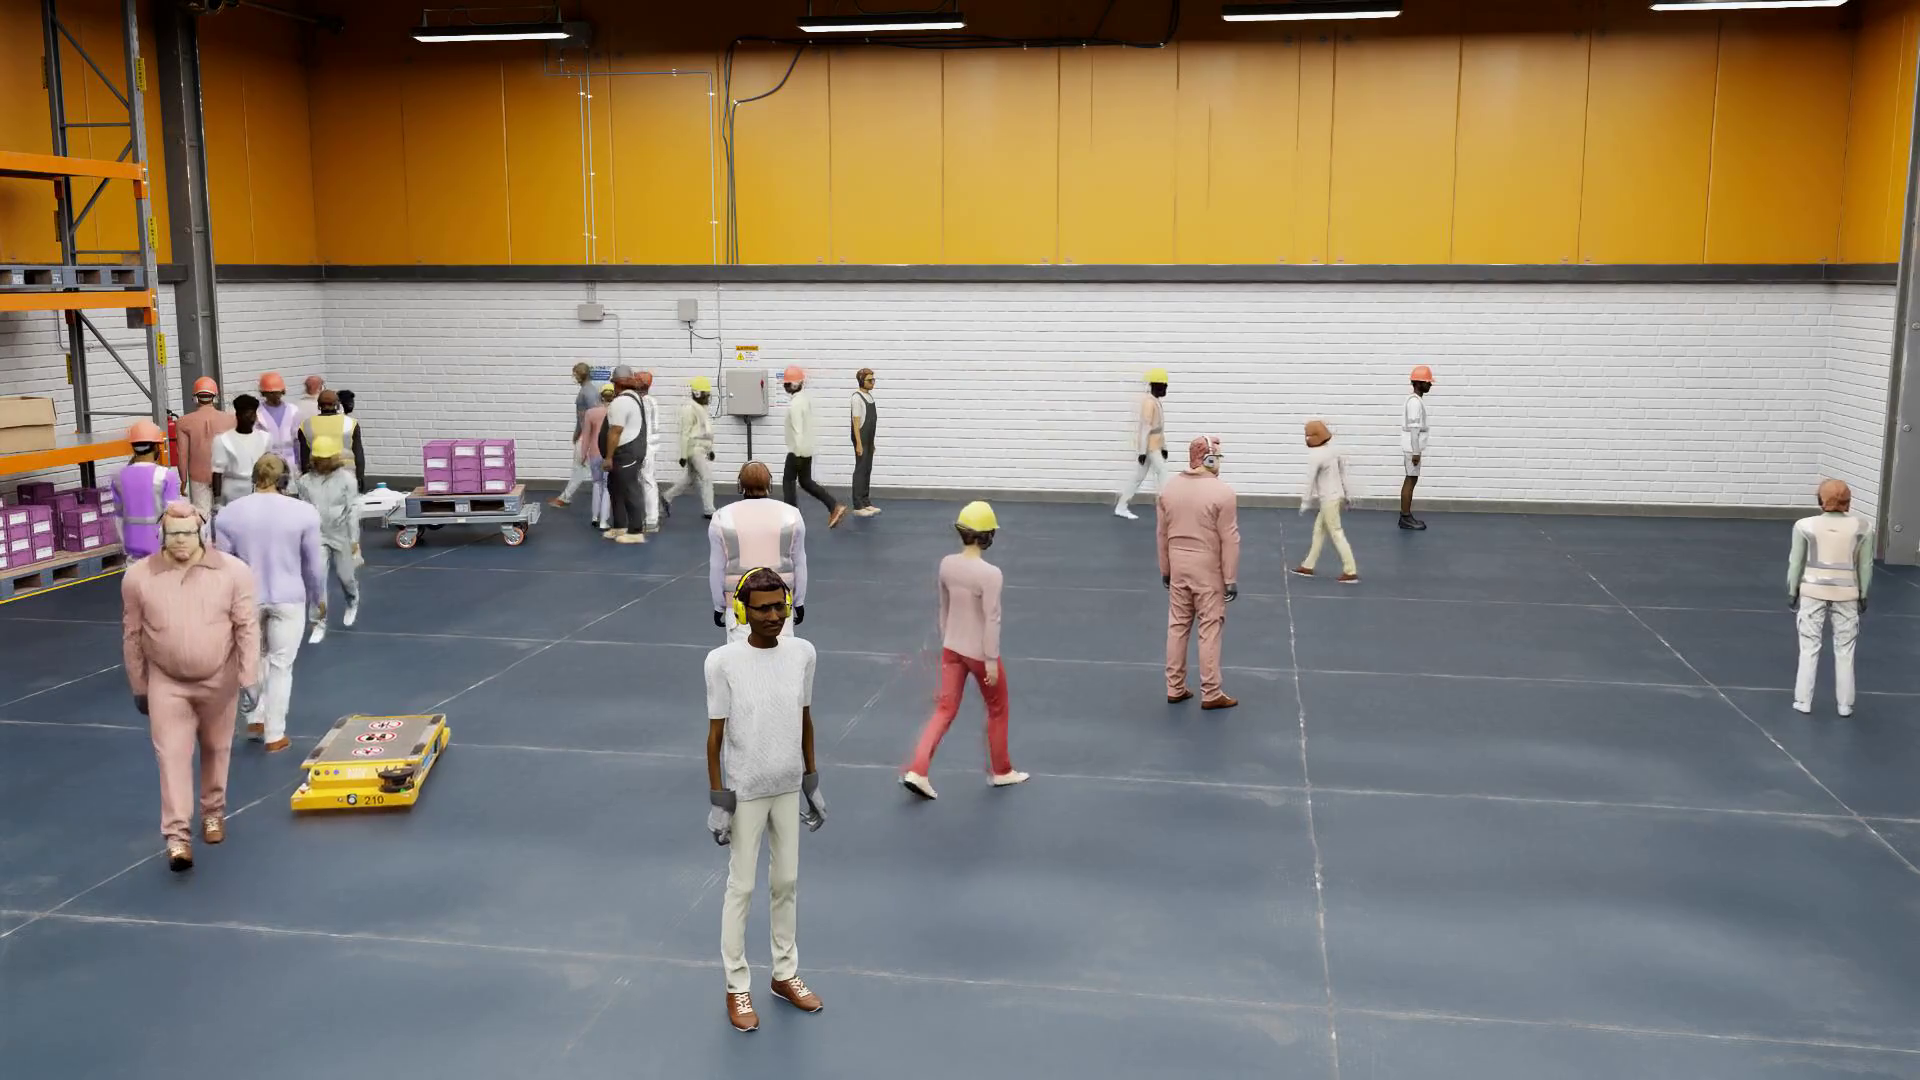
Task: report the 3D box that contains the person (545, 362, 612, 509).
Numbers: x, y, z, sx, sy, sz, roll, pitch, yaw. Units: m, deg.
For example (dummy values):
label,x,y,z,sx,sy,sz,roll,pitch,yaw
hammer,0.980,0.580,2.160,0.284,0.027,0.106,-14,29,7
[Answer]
label,x,y,z,sx,sy,sz,roll,pitch,yaw
person,-4.816,-1.338,21.366,0.996,1.883,0.652,-2,9,-11

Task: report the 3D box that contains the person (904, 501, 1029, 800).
label,x,y,z,sx,sy,sz,roll,pitch,yaw
person,0.028,0.632,9.598,0.859,1.729,0.531,-8,12,-42

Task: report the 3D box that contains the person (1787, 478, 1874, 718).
label,x,y,z,sx,sy,sz,roll,pitch,yaw
person,5.933,0.399,11.363,0.516,1.637,0.313,4,10,23

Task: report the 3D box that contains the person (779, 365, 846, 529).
label,x,y,z,sx,sy,sz,roll,pitch,yaw
person,-1.786,-1.056,19.388,0.819,1.969,0.621,2,9,10

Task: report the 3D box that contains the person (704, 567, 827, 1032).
label,x,y,z,sx,sy,sz,roll,pitch,yaw
person,-0.779,1.026,6.731,0.521,1.871,0.325,-7,11,-35

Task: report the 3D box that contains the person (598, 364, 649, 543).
label,x,y,z,sx,sy,sz,roll,pitch,yaw
person,-3.853,-0.984,18.675,0.663,2.000,0.678,0,9,1

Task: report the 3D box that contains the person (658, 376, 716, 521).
label,x,y,z,sx,sy,sz,roll,pitch,yaw
person,-3.299,-1.116,20.286,0.846,1.791,0.570,1,9,4

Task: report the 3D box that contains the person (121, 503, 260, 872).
label,x,y,z,sx,sy,sz,roll,pitch,yaw
person,-3.931,0.740,8.539,0.645,1.854,0.988,-4,10,-24

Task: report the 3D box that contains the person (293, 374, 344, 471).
label,x,y,z,sx,sy,sz,roll,pitch,yaw
person,-7.204,-0.925,18.785,0.664,1.882,0.420,0,9,-2

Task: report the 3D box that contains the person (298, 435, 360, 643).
label,x,y,z,sx,sy,sz,roll,pitch,yaw
person,-5.228,-0.044,13.870,0.491,1.711,0.731,-1,9,-6

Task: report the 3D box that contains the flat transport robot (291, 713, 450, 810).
label,x,y,z,sx,sy,sz,roll,pitch,yaw
flat transport robot,-3.507,1.298,9.990,0.652,0.197,1.431,-1,9,-8

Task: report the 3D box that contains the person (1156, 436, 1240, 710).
label,x,y,z,sx,sy,sz,roll,pitch,yaw
person,1.683,0.224,11.608,0.644,1.903,0.399,9,13,43

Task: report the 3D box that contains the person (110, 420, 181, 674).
label,x,y,z,sx,sy,sz,roll,pitch,yaw
person,-6.104,0.042,12.696,0.572,1.910,0.783,1,9,5

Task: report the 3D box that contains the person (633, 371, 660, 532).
label,x,y,z,sx,sy,sz,roll,pitch,yaw
person,-3.683,-1.030,19.441,0.345,1.882,0.584,-1,9,-4

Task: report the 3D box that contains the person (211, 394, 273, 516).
label,x,y,z,sx,sy,sz,roll,pitch,yaw
person,-6.757,-0.427,15.673,1.061,1.903,0.636,8,12,42

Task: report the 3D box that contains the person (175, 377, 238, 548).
label,x,y,z,sx,sy,sz,roll,pitch,yaw
person,-7.480,-0.630,16.621,0.614,1.993,0.395,-5,10,-28

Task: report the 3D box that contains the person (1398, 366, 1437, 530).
label,x,y,z,sx,sy,sz,roll,pitch,yaw
person,5.406,-1.092,19.662,0.374,1.934,0.551,2,9,12

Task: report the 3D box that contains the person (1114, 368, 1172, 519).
label,x,y,z,sx,sy,sz,roll,pitch,yaw
person,2.361,-1.157,20.287,1.030,1.870,0.603,2,9,10

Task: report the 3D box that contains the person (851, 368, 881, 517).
label,x,y,z,sx,sy,sz,roll,pitch,yaw
person,-1.182,-1.217,20.724,0.334,1.845,0.513,3,10,17

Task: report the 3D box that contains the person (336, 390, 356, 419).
label,x,y,z,sx,sy,sz,roll,pitch,yaw
person,-7.374,-0.949,19.603,0.640,1.664,0.558,2,9,12

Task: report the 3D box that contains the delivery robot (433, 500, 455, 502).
label,x,y,z,sx,sy,sz,roll,pitch,yaw
delivery robot,-6.110,-0.478,19.843,0.707,0.478,0.477,-7,11,-36

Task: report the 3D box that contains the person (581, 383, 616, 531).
label,x,y,z,sx,sy,sz,roll,pitch,yaw
person,-4.168,-0.979,19.586,0.551,1.721,0.487,0,9,0

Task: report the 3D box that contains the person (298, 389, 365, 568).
label,x,y,z,sx,sy,sz,roll,pitch,yaw
person,-6.424,-0.623,17.061,0.626,1.842,0.429,-2,9,-15

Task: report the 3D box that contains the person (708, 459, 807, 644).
label,x,y,z,sx,sy,sz,roll,pitch,yaw
person,-1.295,0.401,10.693,0.626,1.846,0.429,-2,9,-12

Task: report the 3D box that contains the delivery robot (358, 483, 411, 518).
label,x,y,z,sx,sy,sz,roll,pitch,yaw
delivery robot,-6.784,-0.431,19.551,0.707,0.478,0.477,-4,10,-24

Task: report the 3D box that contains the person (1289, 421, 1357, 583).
label,x,y,z,sx,sy,sz,roll,pitch,yaw
person,3.564,-0.379,16.315,0.827,1.570,0.511,7,11,37

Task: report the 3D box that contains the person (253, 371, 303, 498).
label,x,y,z,sx,sy,sz,roll,pitch,yaw
person,-7.292,-0.803,17.653,0.677,2.012,0.648,9,13,44

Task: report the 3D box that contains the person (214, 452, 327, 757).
label,x,y,z,sx,sy,sz,roll,pitch,yaw
person,-4.339,0.396,10.525,0.640,1.907,0.611,-1,9,-5
